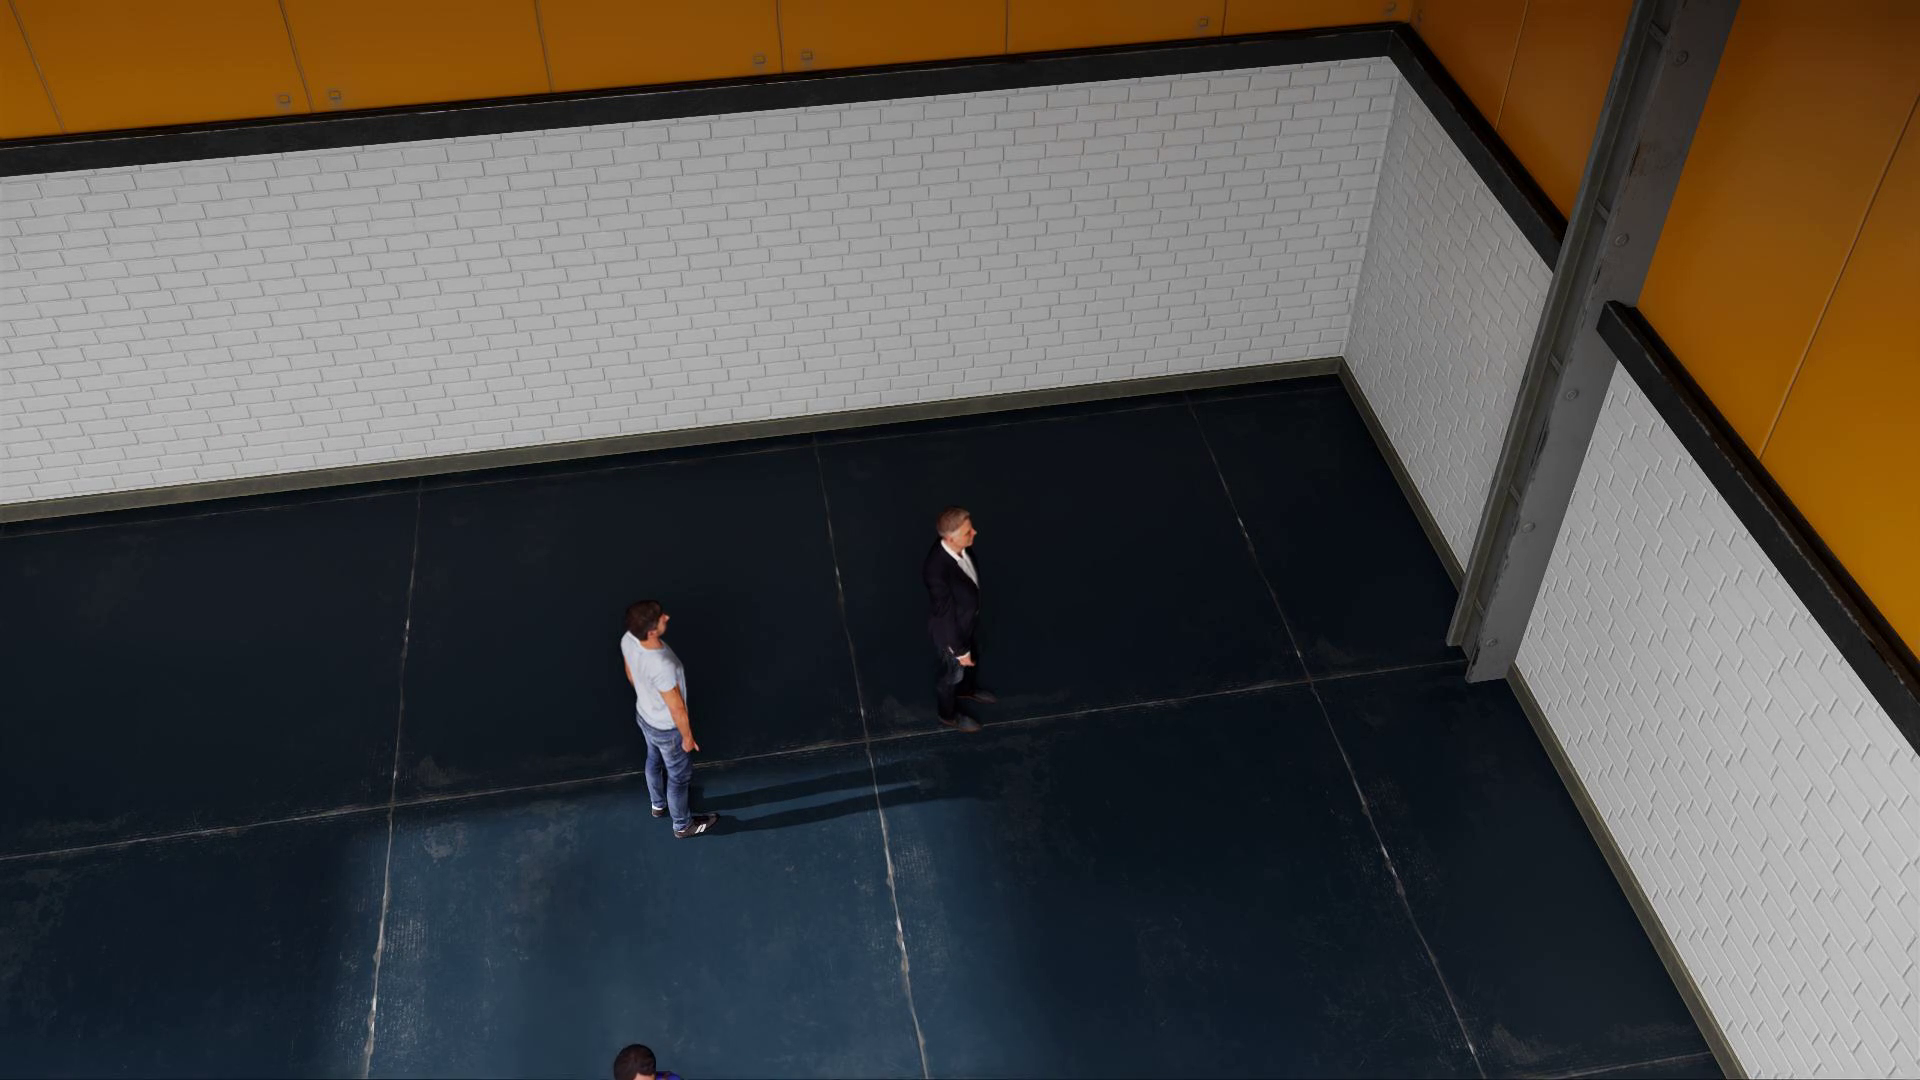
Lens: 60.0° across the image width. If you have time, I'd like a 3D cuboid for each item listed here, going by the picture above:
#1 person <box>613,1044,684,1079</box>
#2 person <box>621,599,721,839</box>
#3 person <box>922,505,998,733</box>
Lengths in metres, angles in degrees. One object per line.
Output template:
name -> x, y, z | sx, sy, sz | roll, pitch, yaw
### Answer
person -> -1.458, 2.843, 7.913 | 0.733, 1.727, 0.964 | -18, 47, -18
person -> -1.740, 1.035, 9.711 | 0.779, 1.865, 0.654 | -31, 51, -28
person -> -0.071, 0.483, 10.330 | 0.872, 1.811, 0.762 | 14, 45, 14
